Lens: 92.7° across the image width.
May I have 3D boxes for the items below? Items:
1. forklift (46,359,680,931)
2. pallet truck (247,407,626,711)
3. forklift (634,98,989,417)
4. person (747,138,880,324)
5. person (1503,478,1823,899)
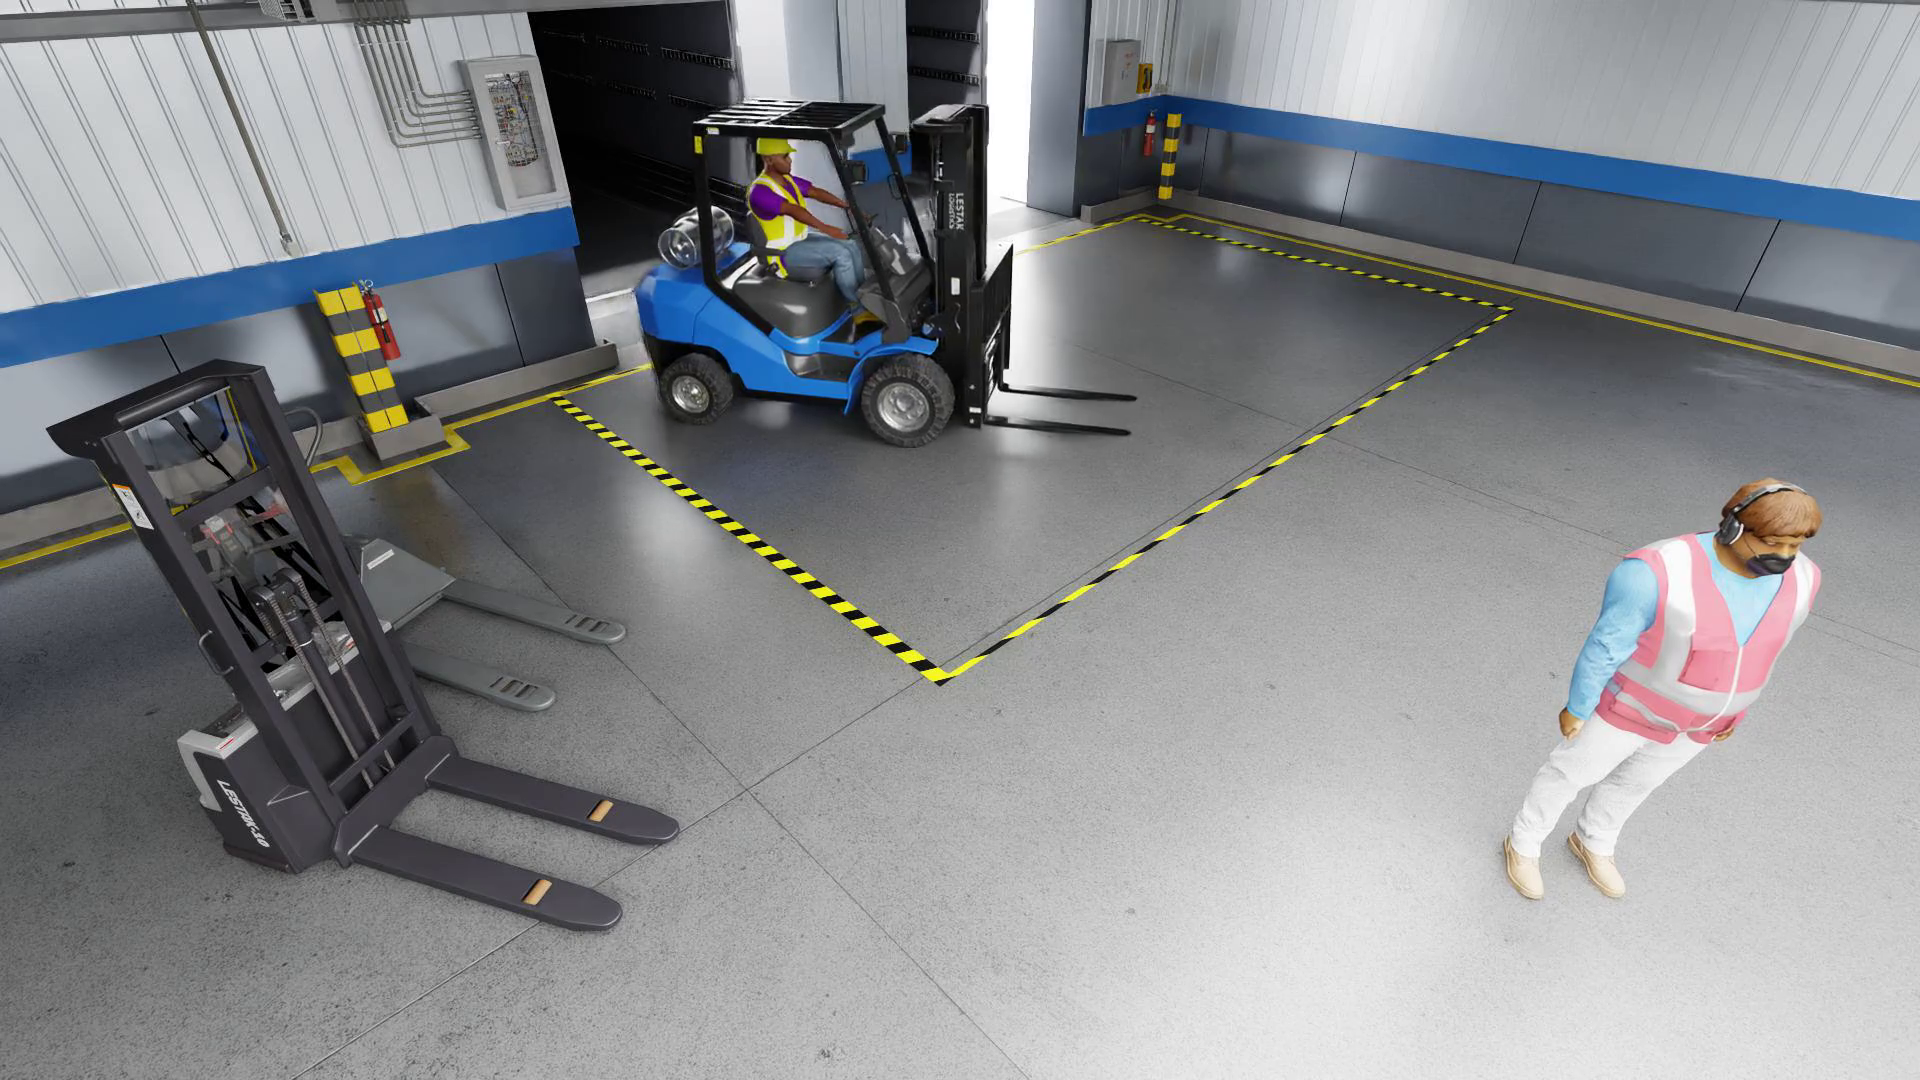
[{"bbox_3d":[-2.135,0.422,3.354,1.885,1.965,0.823,10,35,14],"label":"forklift"},{"bbox_3d":[-2.628,0.038,4.590,1.601,1.201,0.680,12,36,18],"label":"pallet truck"},{"bbox_3d":[-1.031,-2.082,6.720,2.680,2.036,1.157,8,35,11],"label":"forklift"},{"bbox_3d":[-0.975,-2.225,6.597,1.004,1.294,0.635,8,35,11],"label":"person"},{"bbox_3d":[2.460,0.594,3.239,0.633,1.841,0.429,0,34,0],"label":"person"}]
